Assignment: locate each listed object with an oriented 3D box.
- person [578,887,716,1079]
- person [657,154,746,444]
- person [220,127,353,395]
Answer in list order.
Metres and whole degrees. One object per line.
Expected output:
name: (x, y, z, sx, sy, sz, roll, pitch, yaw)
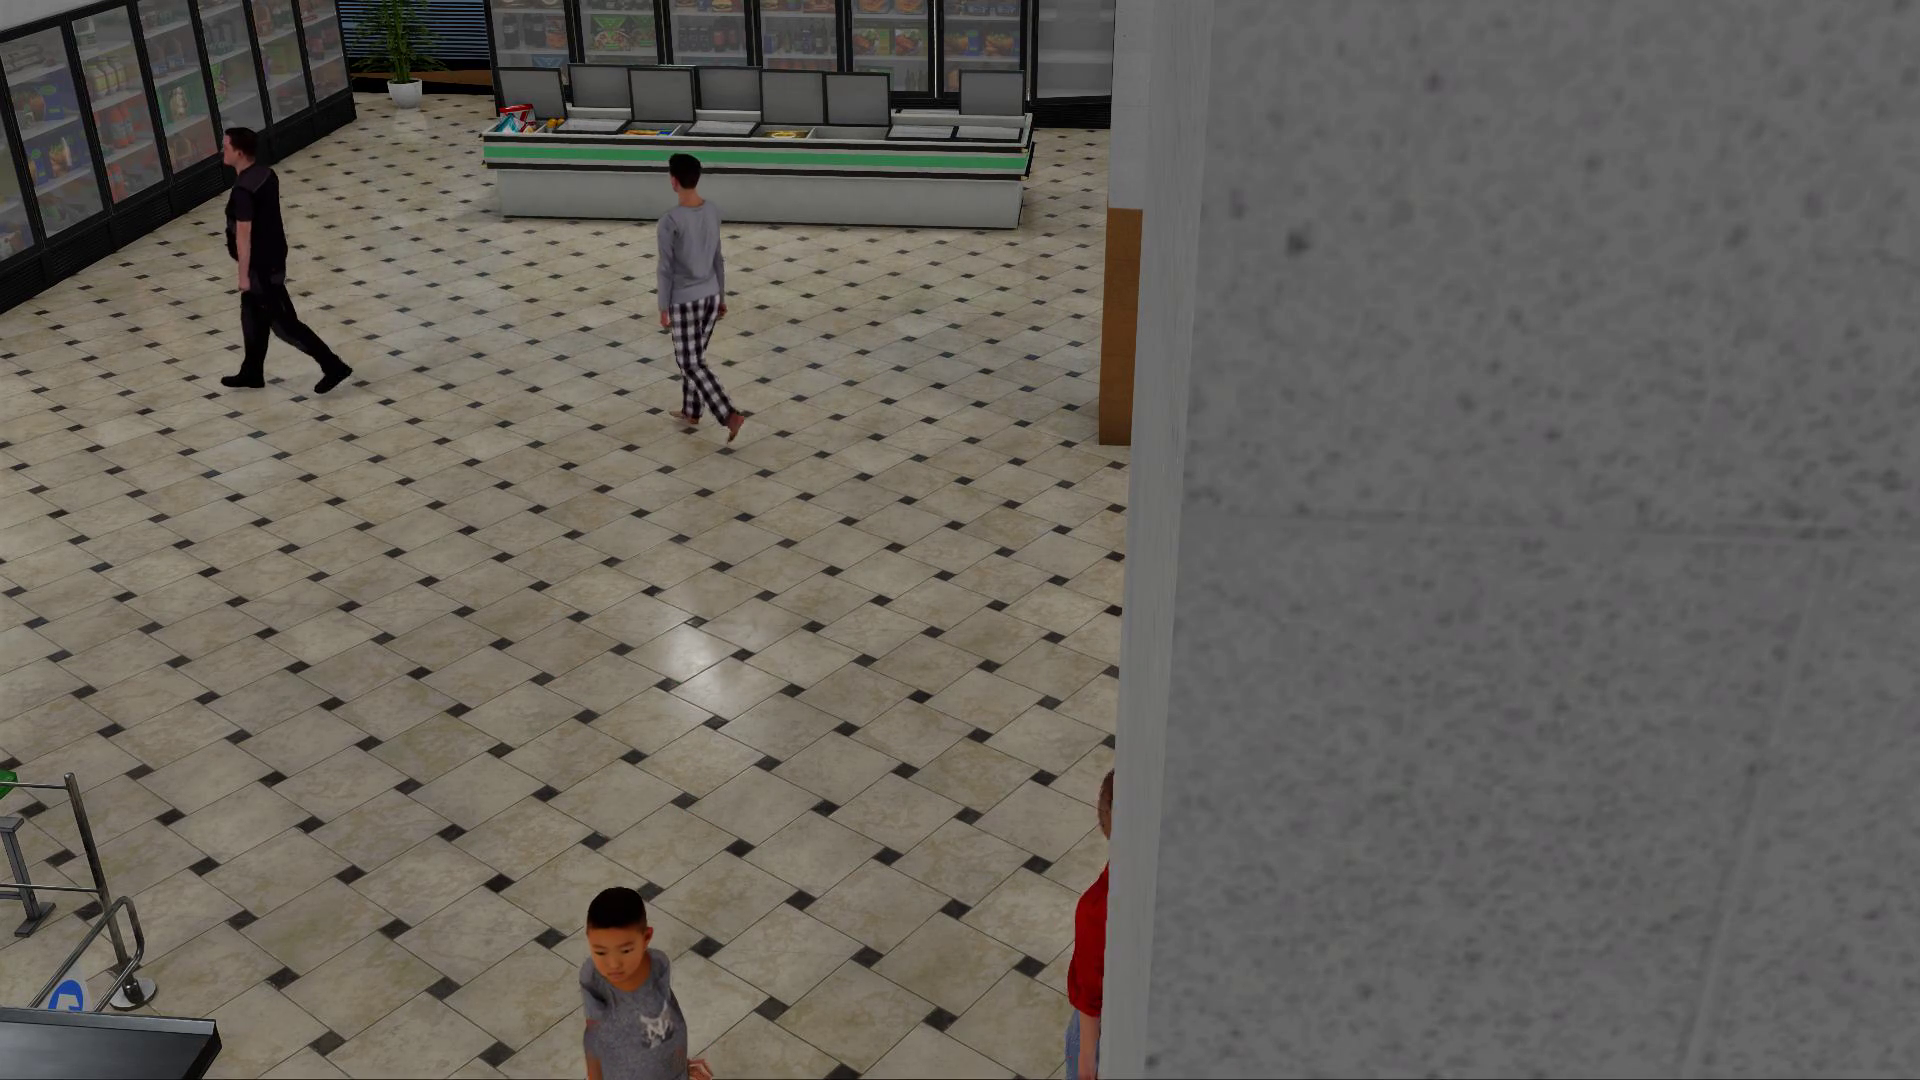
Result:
person: (-0.957, 1.538, 4.932, 0.702, 1.443, 0.747, -4, 27, -9)
person: (-1.626, -1.484, 10.474, 1.155, 1.819, 1.041, 23, 35, 38)
person: (-4.596, -1.831, 11.167, 1.240, 1.812, 0.907, -4, 27, -9)
